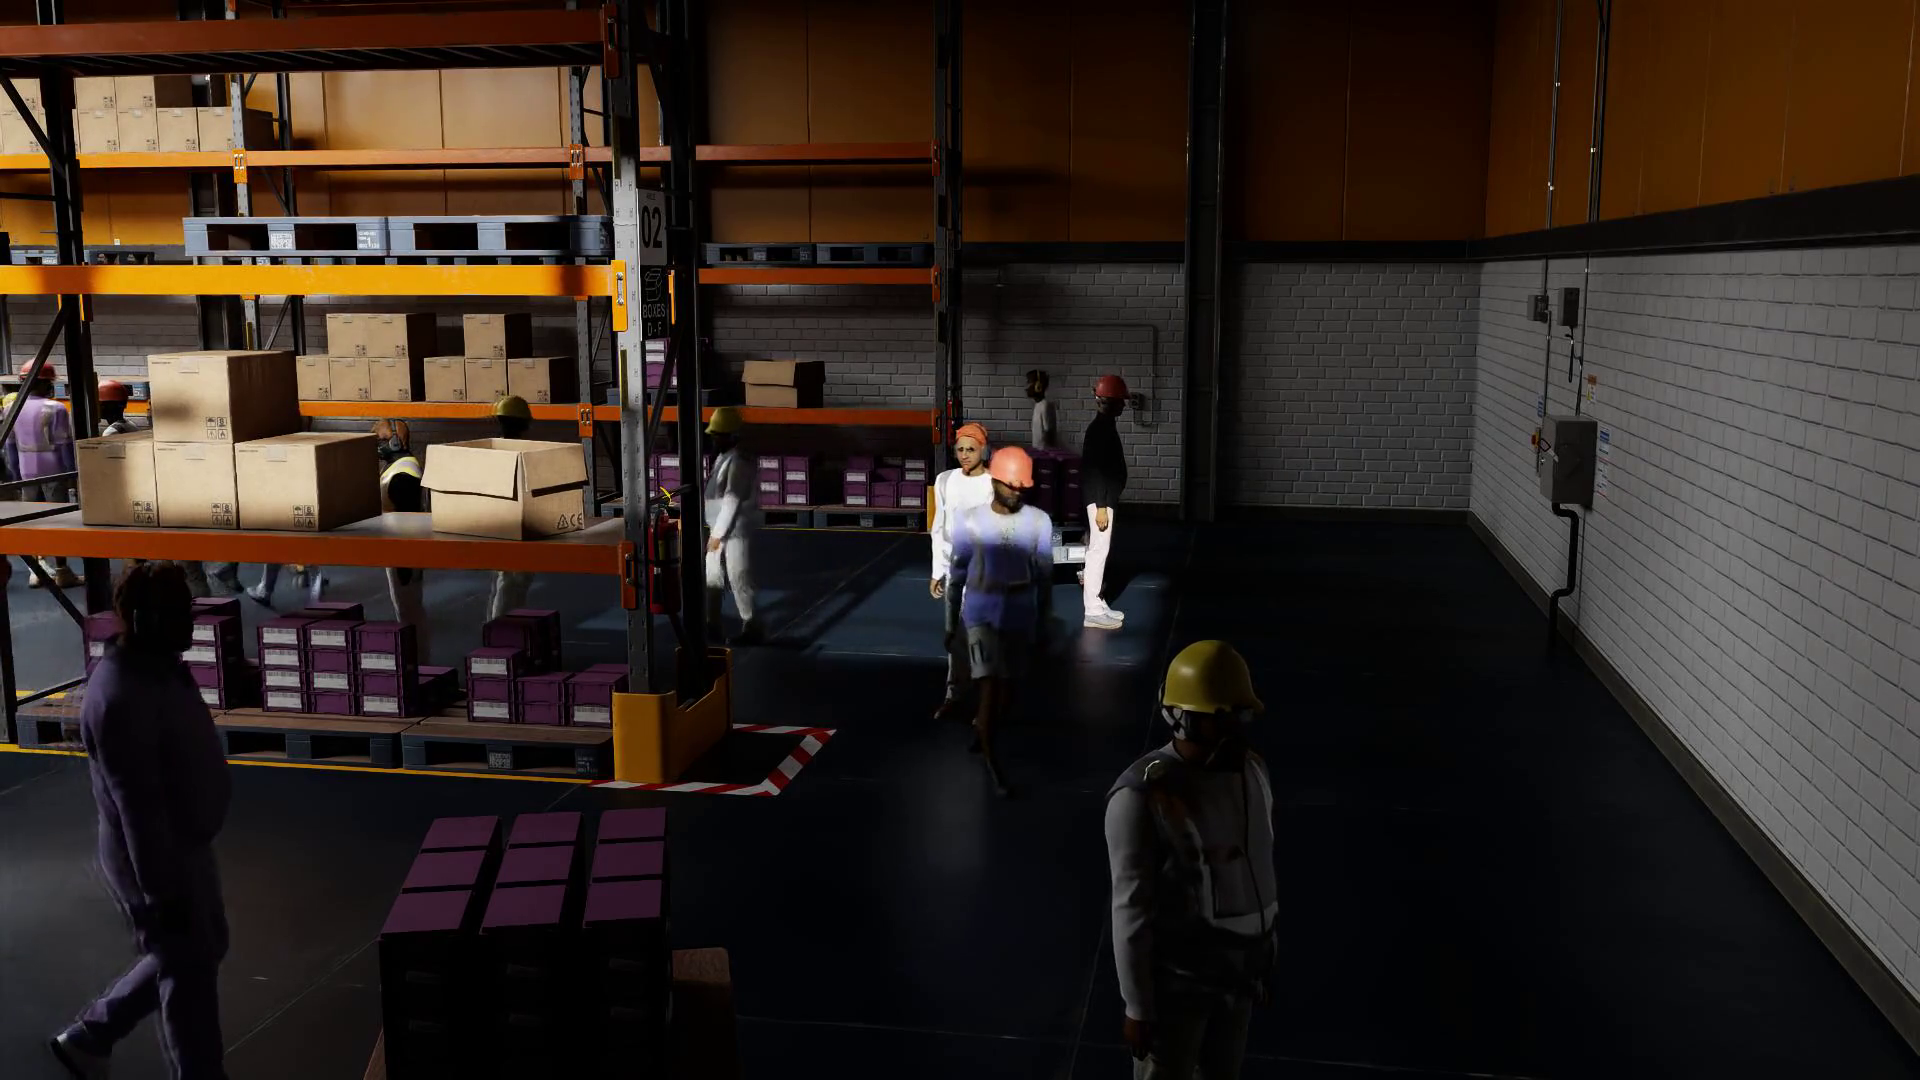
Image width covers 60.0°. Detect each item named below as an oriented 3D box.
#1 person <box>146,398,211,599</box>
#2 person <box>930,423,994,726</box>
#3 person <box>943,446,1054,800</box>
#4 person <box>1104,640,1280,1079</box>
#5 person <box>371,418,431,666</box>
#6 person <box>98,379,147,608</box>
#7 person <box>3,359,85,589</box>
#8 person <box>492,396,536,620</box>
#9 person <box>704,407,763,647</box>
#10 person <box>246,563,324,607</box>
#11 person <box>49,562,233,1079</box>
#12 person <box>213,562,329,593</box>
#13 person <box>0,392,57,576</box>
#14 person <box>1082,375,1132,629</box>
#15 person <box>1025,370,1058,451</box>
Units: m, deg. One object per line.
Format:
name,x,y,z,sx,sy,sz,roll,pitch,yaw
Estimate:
person,-5.750,-0.127,12.193,0.631,1.940,0.372,7,11,37
person,0.083,0.211,10.290,0.580,1.879,0.349,5,11,30
person,0.197,0.398,9.096,0.588,1.897,0.823,-2,9,-12
person,0.651,1.166,4.488,0.588,1.834,0.403,-9,13,-43
person,-3.750,0.098,11.141,0.430,1.836,0.618,-3,10,-20
person,-6.778,-0.324,13.410,0.356,1.937,0.552,-2,9,-11
person,-8.076,-0.584,14.704,0.614,2.040,0.391,2,9,10
person,-3.283,-0.095,12.122,0.584,1.893,0.624,-7,11,-35
person,-1.739,-0.084,12.318,0.591,1.802,0.610,-3,10,-20
person,-5.548,-0.268,13.706,0.889,1.719,0.552,7,12,39
person,-2.570,1.003,5.315,0.666,1.890,0.668,-2,9,-15
person,-6.059,-0.476,14.494,0.900,1.907,0.539,-9,13,-44
person,-8.785,-0.515,15.337,0.849,1.700,0.497,4,10,22
person,1.154,-0.307,13.140,0.394,1.990,0.622,2,9,10
person,0.748,-0.774,16.568,0.962,1.817,0.539,0,9,0
